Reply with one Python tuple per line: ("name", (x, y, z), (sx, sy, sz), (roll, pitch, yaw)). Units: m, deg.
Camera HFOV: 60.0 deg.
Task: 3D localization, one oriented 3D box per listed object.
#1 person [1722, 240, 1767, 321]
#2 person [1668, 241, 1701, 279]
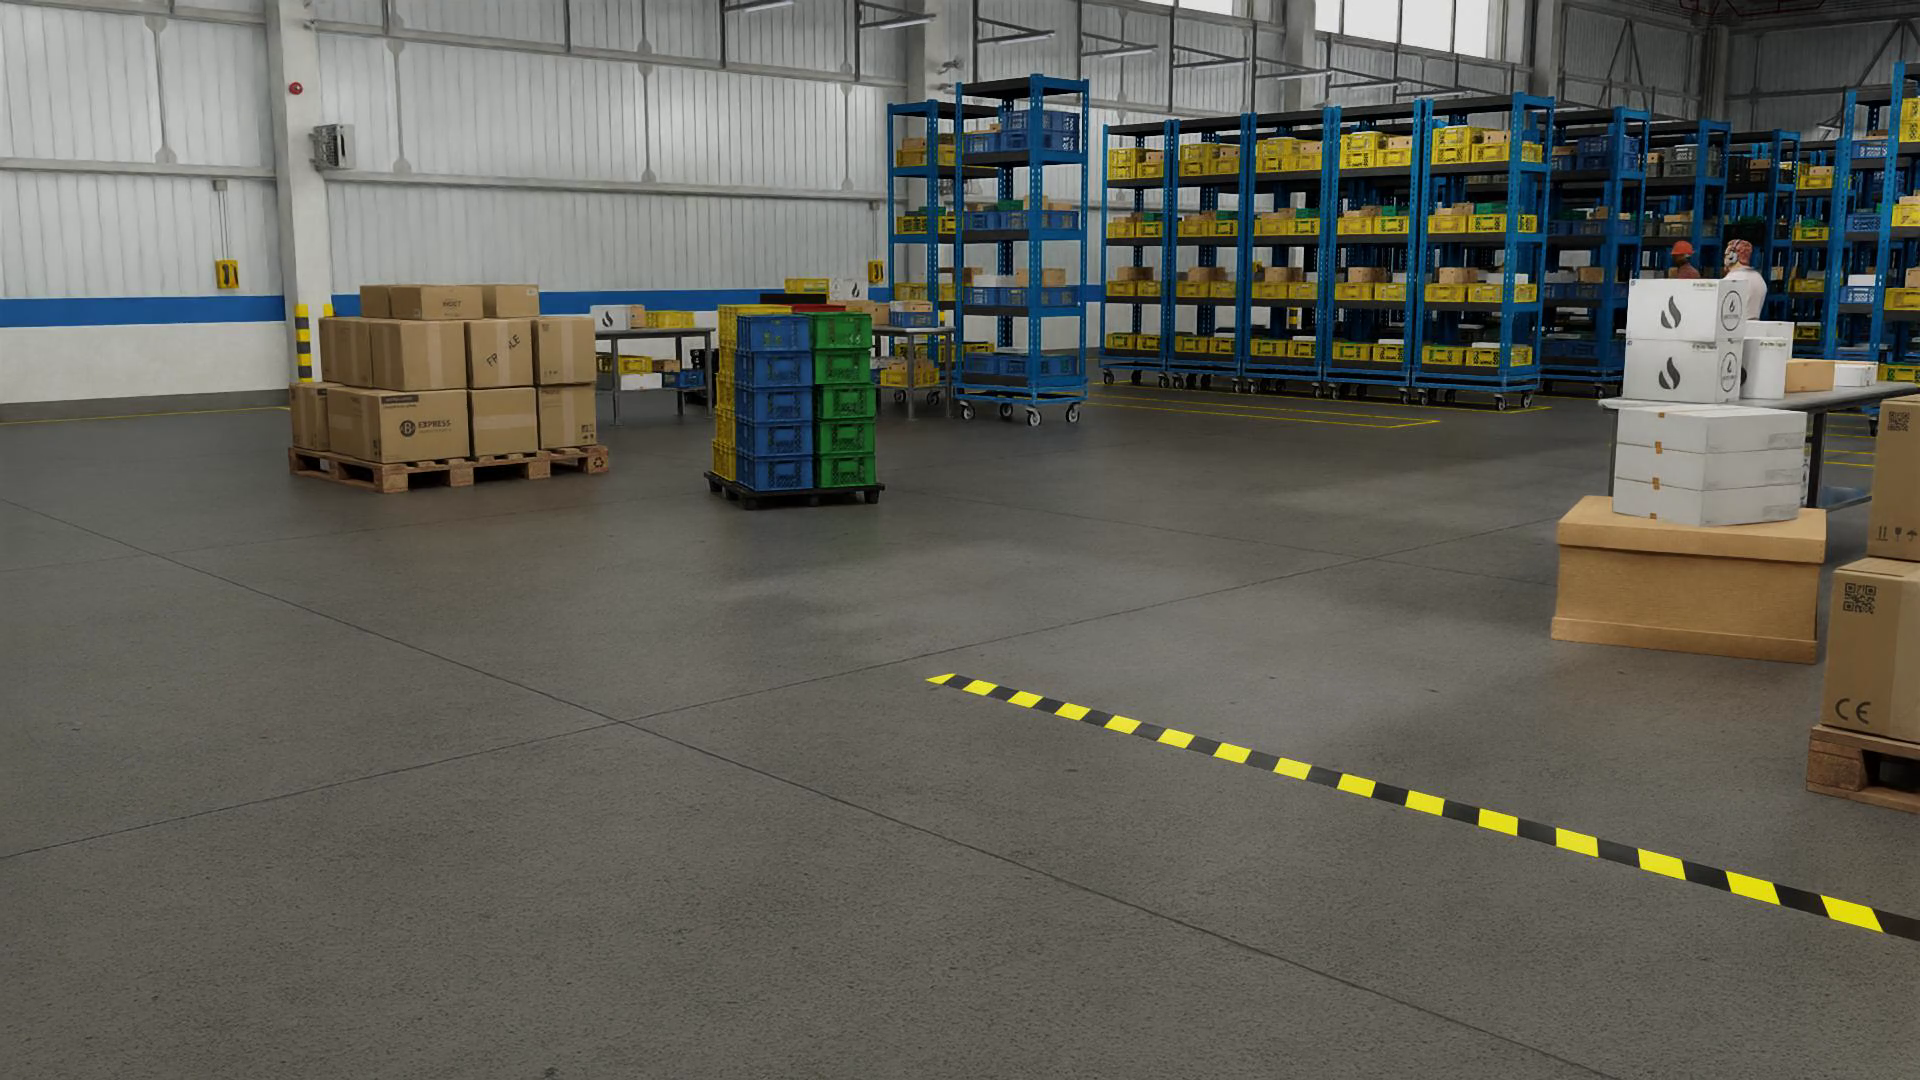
("person", (6.908, -1.725, 14.908), (0.651, 1.907, 0.409), (-8, 12, -40))
("person", (9.442, -2.921, 21.835), (0.395, 1.992, 0.619), (-1, 10, -8))
